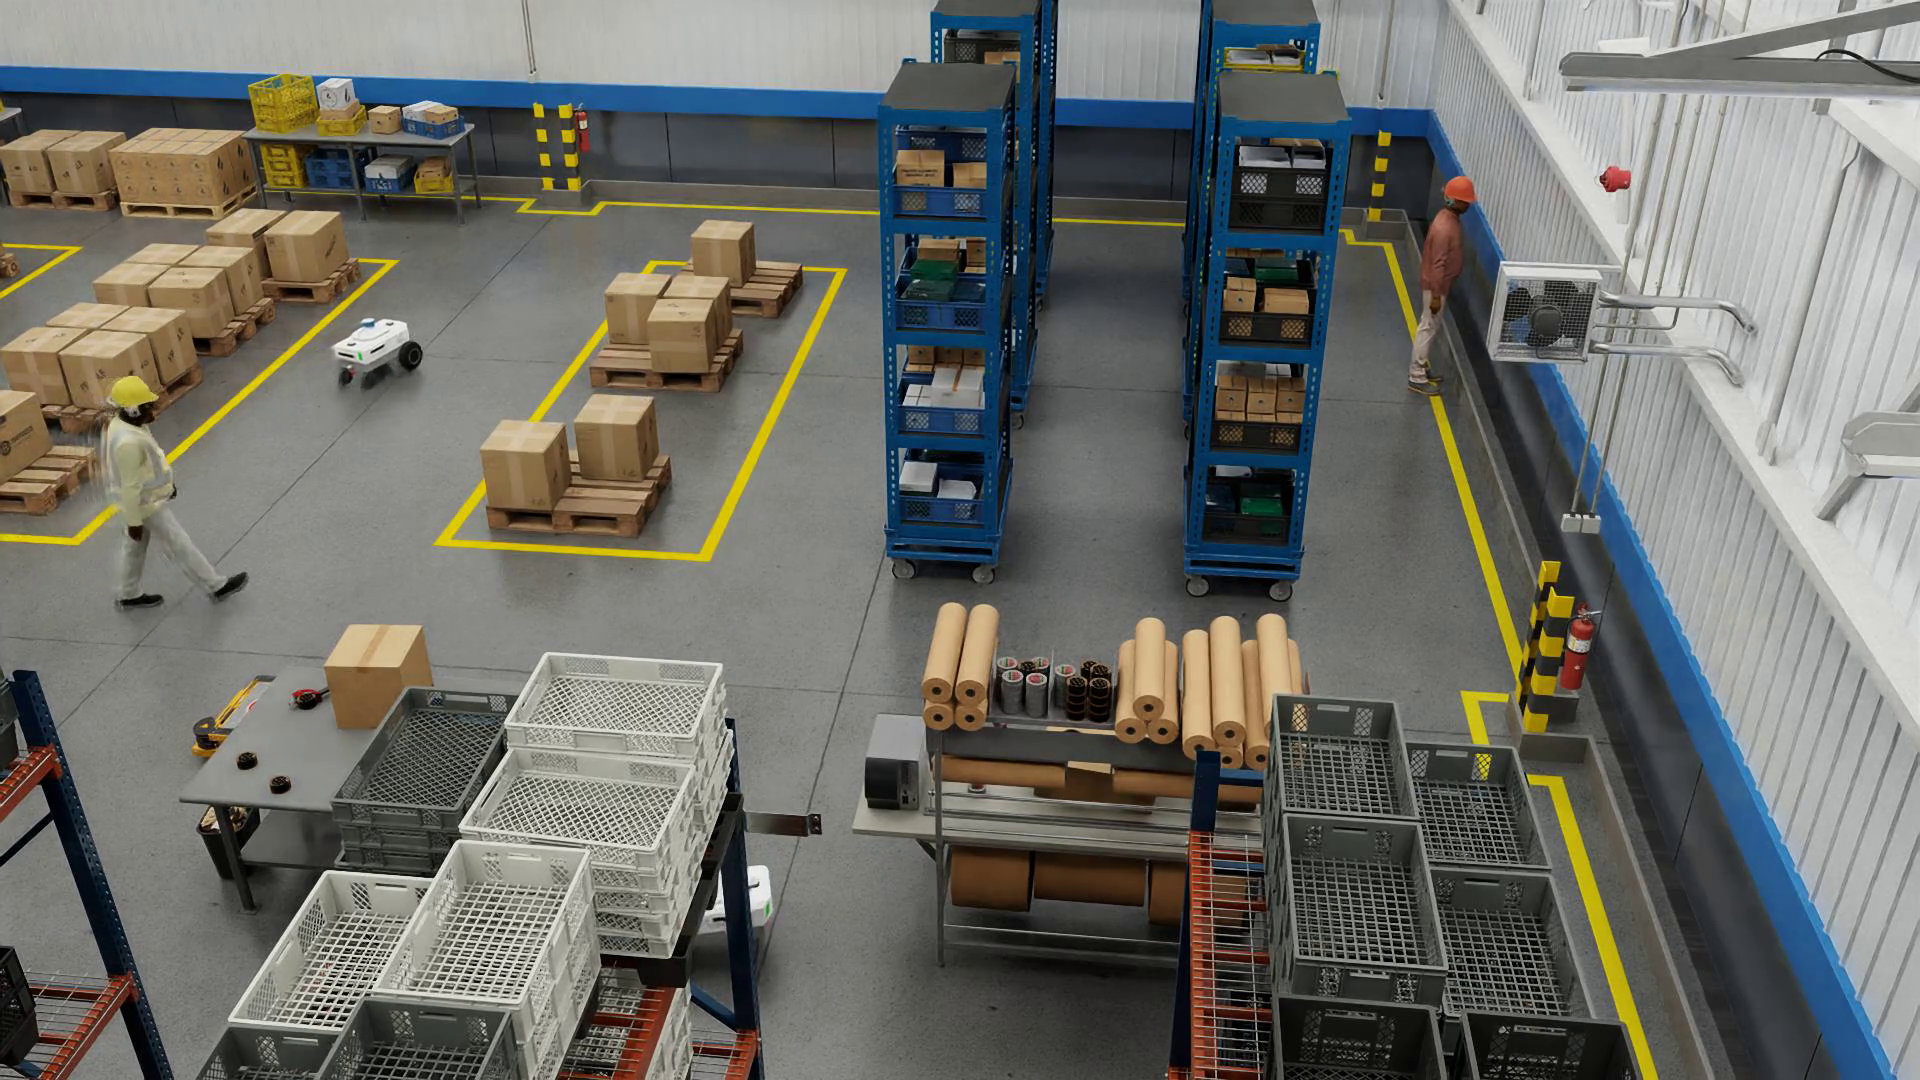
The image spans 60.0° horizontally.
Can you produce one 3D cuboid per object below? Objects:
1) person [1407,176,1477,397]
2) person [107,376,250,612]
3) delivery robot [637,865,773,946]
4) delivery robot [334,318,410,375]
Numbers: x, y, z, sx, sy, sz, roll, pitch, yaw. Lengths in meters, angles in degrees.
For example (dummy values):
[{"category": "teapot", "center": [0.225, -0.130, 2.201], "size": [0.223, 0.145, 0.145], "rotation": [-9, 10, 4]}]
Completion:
[{"category": "person", "center": [4.305, -2.285, 14.874], "size": [0.395, 1.988, 0.614], "rotation": [11, 32, 18]}, {"category": "person", "center": [-5.653, -0.318, 11.698], "size": [0.925, 1.777, 0.627], "rotation": [-15, 33, -23]}, {"category": "delivery robot", "center": [-1.364, 1.952, 8.924], "size": [0.707, 0.478, 0.477], "rotation": [-5, 31, -9]}, {"category": "delivery robot", "center": [-5.434, -1.811, 15.387], "size": [0.477, 0.478, 0.707], "rotation": [13, 33, 20]}]
